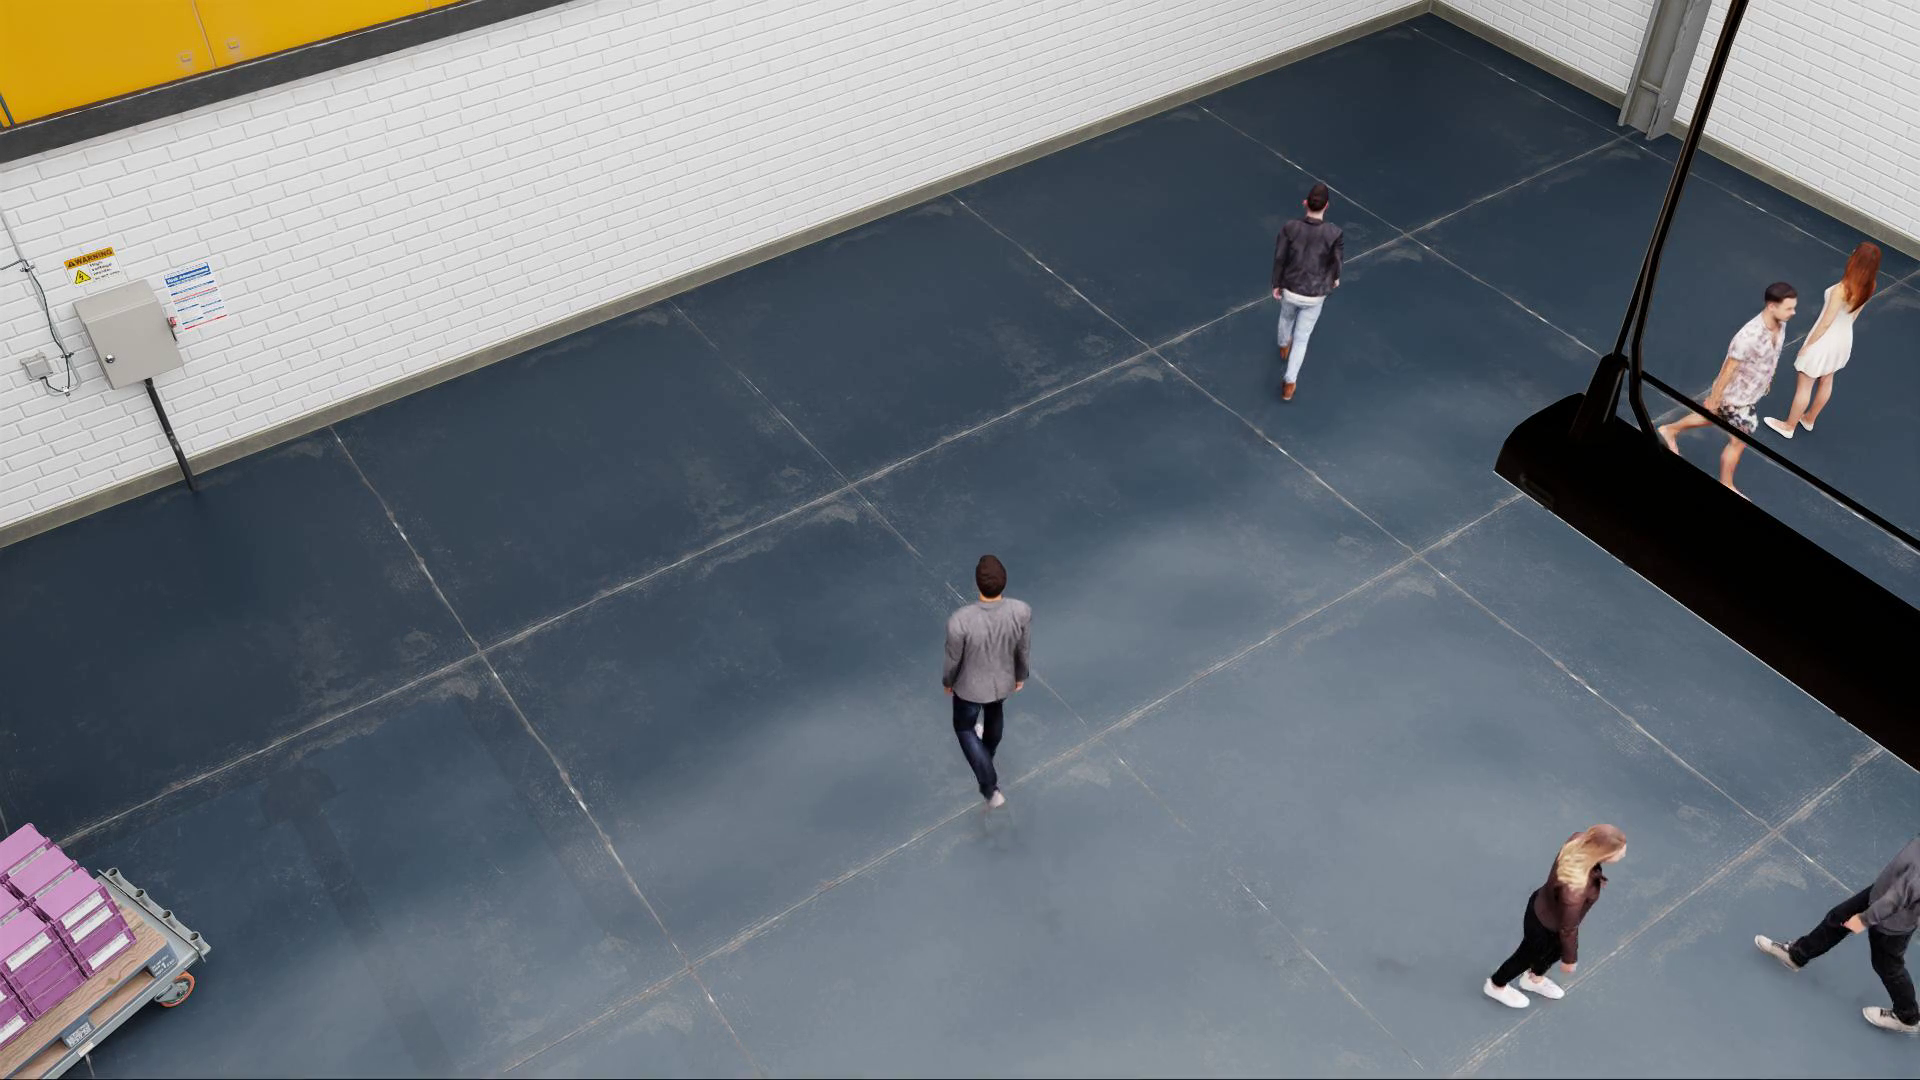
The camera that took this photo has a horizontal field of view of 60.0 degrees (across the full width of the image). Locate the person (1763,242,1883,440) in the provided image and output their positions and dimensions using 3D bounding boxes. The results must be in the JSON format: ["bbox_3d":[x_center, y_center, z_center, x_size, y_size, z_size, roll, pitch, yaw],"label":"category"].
[{"bbox_3d":[6.549,-1.504,12.515,0.592,1.712,0.578,-17,46,-17],"label":"person"}]

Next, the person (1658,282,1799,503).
[{"bbox_3d":[5.601,-1.163,12.098,0.767,1.794,1.141,-32,52,-29],"label":"person"}]

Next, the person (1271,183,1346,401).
[{"bbox_3d":[2.642,-1.868,12.826,1.073,1.810,1.067,15,46,15],"label":"person"}]

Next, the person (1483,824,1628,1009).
[{"bbox_3d":[3.062,1.997,8.862,0.800,1.681,0.762,19,47,19],"label":"person"}]

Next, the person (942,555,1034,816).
[{"bbox_3d":[0.167,0.886,9.905,0.866,1.853,1.133,-14,45,-14],"label":"person"}]

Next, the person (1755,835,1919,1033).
[{"bbox_3d":[5.030,2.012,8.817,1.217,1.723,0.905,25,49,24],"label":"person"}]
